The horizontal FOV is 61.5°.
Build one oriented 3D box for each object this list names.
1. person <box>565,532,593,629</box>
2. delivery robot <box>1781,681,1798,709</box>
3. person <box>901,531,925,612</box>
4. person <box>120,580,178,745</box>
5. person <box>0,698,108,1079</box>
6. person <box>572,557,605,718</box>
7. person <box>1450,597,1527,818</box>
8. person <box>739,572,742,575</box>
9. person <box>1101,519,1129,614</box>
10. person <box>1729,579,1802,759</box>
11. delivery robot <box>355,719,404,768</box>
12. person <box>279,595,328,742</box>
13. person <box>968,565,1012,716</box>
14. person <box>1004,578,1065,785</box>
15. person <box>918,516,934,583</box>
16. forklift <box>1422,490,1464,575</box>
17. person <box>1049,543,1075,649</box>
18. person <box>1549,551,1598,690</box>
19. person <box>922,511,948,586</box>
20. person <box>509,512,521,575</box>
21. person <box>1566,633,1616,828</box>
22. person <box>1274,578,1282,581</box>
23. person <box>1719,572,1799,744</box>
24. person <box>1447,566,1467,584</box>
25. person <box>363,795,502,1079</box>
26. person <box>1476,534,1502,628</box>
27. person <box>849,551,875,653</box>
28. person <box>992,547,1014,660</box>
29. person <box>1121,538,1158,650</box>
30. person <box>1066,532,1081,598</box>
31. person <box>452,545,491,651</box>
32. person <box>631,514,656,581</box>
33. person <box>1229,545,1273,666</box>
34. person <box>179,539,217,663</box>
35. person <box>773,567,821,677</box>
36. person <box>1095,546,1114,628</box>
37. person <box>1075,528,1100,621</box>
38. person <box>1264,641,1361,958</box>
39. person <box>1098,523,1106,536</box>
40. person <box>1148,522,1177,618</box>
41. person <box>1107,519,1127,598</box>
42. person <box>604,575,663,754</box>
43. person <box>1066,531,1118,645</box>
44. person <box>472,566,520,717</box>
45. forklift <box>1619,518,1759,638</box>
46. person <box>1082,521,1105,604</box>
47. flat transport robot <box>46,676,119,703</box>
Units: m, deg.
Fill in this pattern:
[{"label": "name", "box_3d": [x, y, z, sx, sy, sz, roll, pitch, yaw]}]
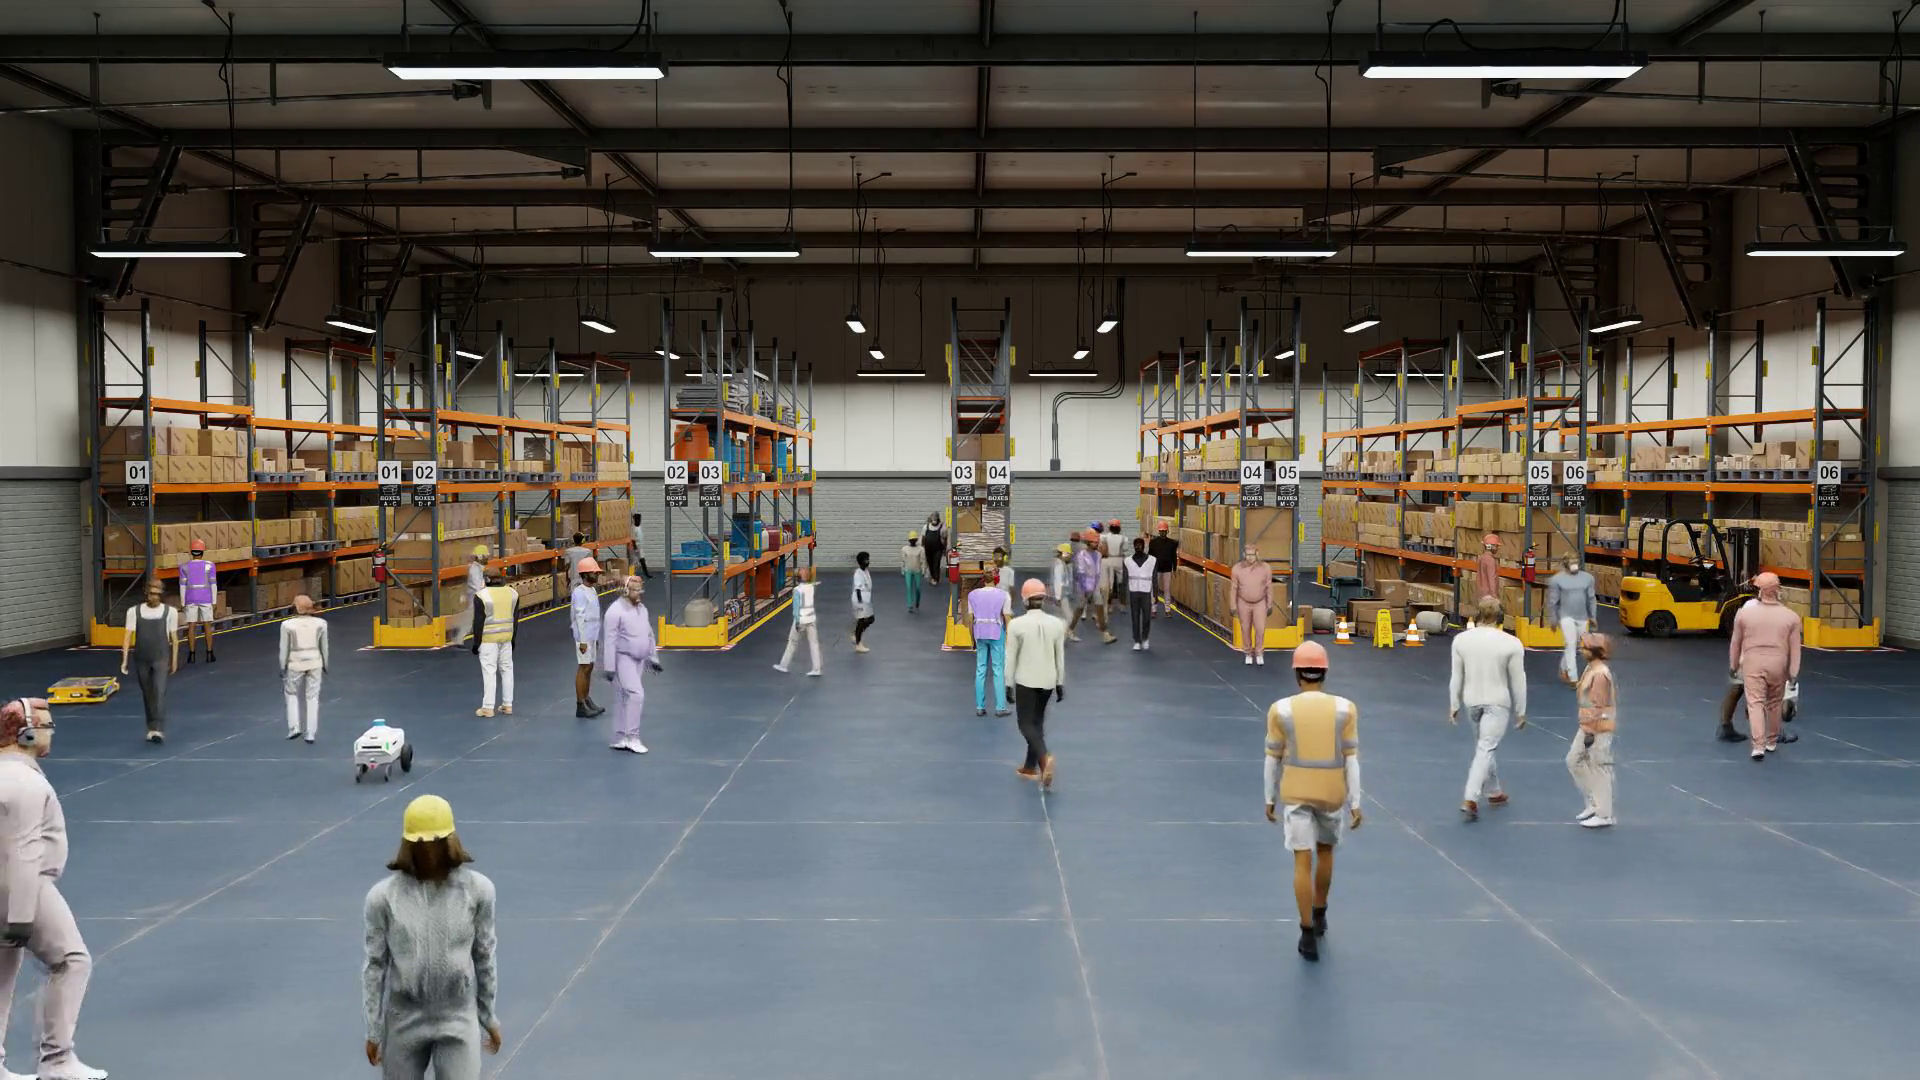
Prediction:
[{"label": "person", "box_3d": [-7.316, 0.775, 30.992, 0.521, 1.871, 0.325, 0, 2, -7]}, {"label": "delivery robot", "box_3d": [9.918, 1.849, 19.636, 0.477, 0.478, 0.707, 2, 3, 43]}, {"label": "person", "box_3d": [-1.019, 0.673, 35.064, 0.530, 1.752, 0.559, 0, 2, 0]}, {"label": "person", "box_3d": [-8.853, 1.339, 17.661, 0.534, 1.790, 0.931, -1, 2, -18]}, {"label": "person", "box_3d": [-4.426, 1.693, 7.737, 0.649, 1.885, 0.679, 2, 3, 36]}, {"label": "person", "box_3d": [-4.556, 1.184, 19.813, 0.353, 1.942, 0.546, 0, 2, 3]}, {"label": "person", "box_3d": [4.579, 1.445, 14.039, 0.647, 1.891, 1.027, 2, 3, 43]}, {"label": "person", "box_3d": [-6.223, 0.160, 47.395, 0.889, 1.789, 0.626, -1, 2, -13]}, {"label": "person", "box_3d": [3.305, 0.564, 34.358, 0.633, 2.029, 0.429, 1, 2, 14]}, {"label": "person", "box_3d": [8.434, 1.343, 16.921, 0.651, 1.862, 0.990, 1, 2, 21]}, {"label": "delivery robot", "box_3d": [-5.682, 2.001, 15.811, 0.477, 0.478, 0.707, 0, 2, -8]}, {"label": "person", "box_3d": [-7.257, 1.420, 17.853, 0.542, 1.623, 0.481, -2, 3, -34]}, {"label": "person", "box_3d": [0.370, 1.232, 19.782, 0.565, 1.846, 0.390, 1, 2, 22]}, {"label": "person", "box_3d": [0.743, 1.350, 15.410, 0.624, 1.967, 0.870, -1, 3, -25]}, {"label": "person", "box_3d": [-0.902, 0.263, 44.154, 0.680, 1.835, 0.943, 2, 3, 40]}, {"label": "forklift", "box_3d": [13.926, -0.371, 47.846, 1.873, 2.768, 1.129, 0, 2, 0]}, {"label": "person", "box_3d": [1.736, 0.953, 27.348, 0.441, 1.805, 0.628, 0, 2, 3]}, {"label": "person", "box_3d": [8.511, 1.093, 22.525, 0.629, 1.917, 0.883, 0, 2, -4]}, {"label": "person", "box_3d": [-0.672, 0.218, 43.437, 0.689, 2.000, 0.844, 1, 2, 17]}, {"label": "person", "box_3d": [-12.528, 0.168, 45.558, 0.365, 1.933, 0.630, 1, 3, 26]}, {"label": "person", "box_3d": [5.273, 1.584, 13.486, 0.405, 1.624, 0.526, 1, 2, 13]}, {"label": "person", "box_3d": [6.767, 0.660, 35.084, 0.690, 1.771, 0.970, -1, 2, -18]}, {"label": "person", "box_3d": [8.791, 1.297, 17.723, 0.896, 1.879, 0.642, 1, 2, 15]}, {"label": "person", "box_3d": [11.856, 0.577, 38.513, 0.539, 1.653, 0.856, 0, 2, -3]}, {"label": "person", "box_3d": [-2.029, 1.840, 6.221, 0.501, 1.756, 0.532, -1, 2, -20]}, {"label": "person", "box_3d": [8.639, 0.899, 26.381, 0.392, 1.990, 0.612, 0, 2, 0]}, {"label": "person", "box_3d": [-1.618, 1.029, 26.848, 0.363, 1.682, 0.548, 1, 2, 14]}, {"label": "person", "box_3d": [0.595, 1.025, 24.931, 0.551, 1.851, 0.397, 1, 3, 31]}, {"label": "person", "box_3d": [3.018, 0.914, 27.195, 0.622, 1.894, 0.682, 0, 2, 10]}, {"label": "person", "box_3d": [2.754, 0.590, 39.108, 0.510, 1.592, 0.847, 1, 2, 13]}, {"label": "person", "box_3d": [-8.065, 0.971, 27.066, 0.922, 1.792, 0.585, 0, 2, 1]}, {"label": "person", "box_3d": [-8.971, 0.213, 44.806, 1.035, 1.893, 0.630, 1, 2, 14]}, {"label": "person", "box_3d": [4.480, 1.019, 24.872, 0.664, 1.862, 0.936, 0, 2, 10]}, {"label": "person", "box_3d": [-12.026, 0.959, 25.502, 0.542, 1.939, 0.362, -1, 2, -21]}, {"label": "person", "box_3d": [-2.375, 1.200, 23.761, 0.831, 1.596, 0.520, 2, 3, 34]}, {"label": "person", "box_3d": [2.743, 0.903, 31.439, 0.502, 1.576, 0.902, 0, 2, 4]}, {"label": "person", "box_3d": [2.643, 0.697, 32.971, 0.604, 1.877, 1.014, 0, 2, 11]}, {"label": "person", "box_3d": [2.200, 1.584, 10.143, 0.564, 1.900, 0.821, 0, 2, 7]}, {"label": "person", "box_3d": [3.236, 0.519, 37.835, 0.616, 1.835, 0.982, 0, 2, -9]}, {"label": "person", "box_3d": [4.198, 0.614, 33.488, 0.611, 1.996, 0.378, 0, 2, 2]}, {"label": "person", "box_3d": [3.759, 0.444, 38.876, 0.548, 1.914, 0.554, -1, 2, -14]}, {"label": "person", "box_3d": [-3.442, 1.316, 17.179, 0.672, 1.880, 0.650, 1, 2, 17]}, {"label": "person", "box_3d": [2.274, 0.832, 28.225, 0.616, 1.987, 1.086, -2, 3, -42]}, {"label": "person", "box_3d": [-5.721, 1.236, 19.823, 0.429, 1.840, 0.624, 2, 3, 39]}, {"label": "forklift", "box_3d": [13.417, 0.684, 29.791, 2.313, 2.155, 1.214, 0, 2, 0]}, {"label": "person", "box_3d": [3.031, 0.530, 36.449, 0.628, 1.926, 0.442, 0, 2, 3]}, {"label": "flat transport robot", "box_3d": [-11.559, 1.969, 21.296, 0.652, 0.197, 1.431, -1, 2, -20]}]
